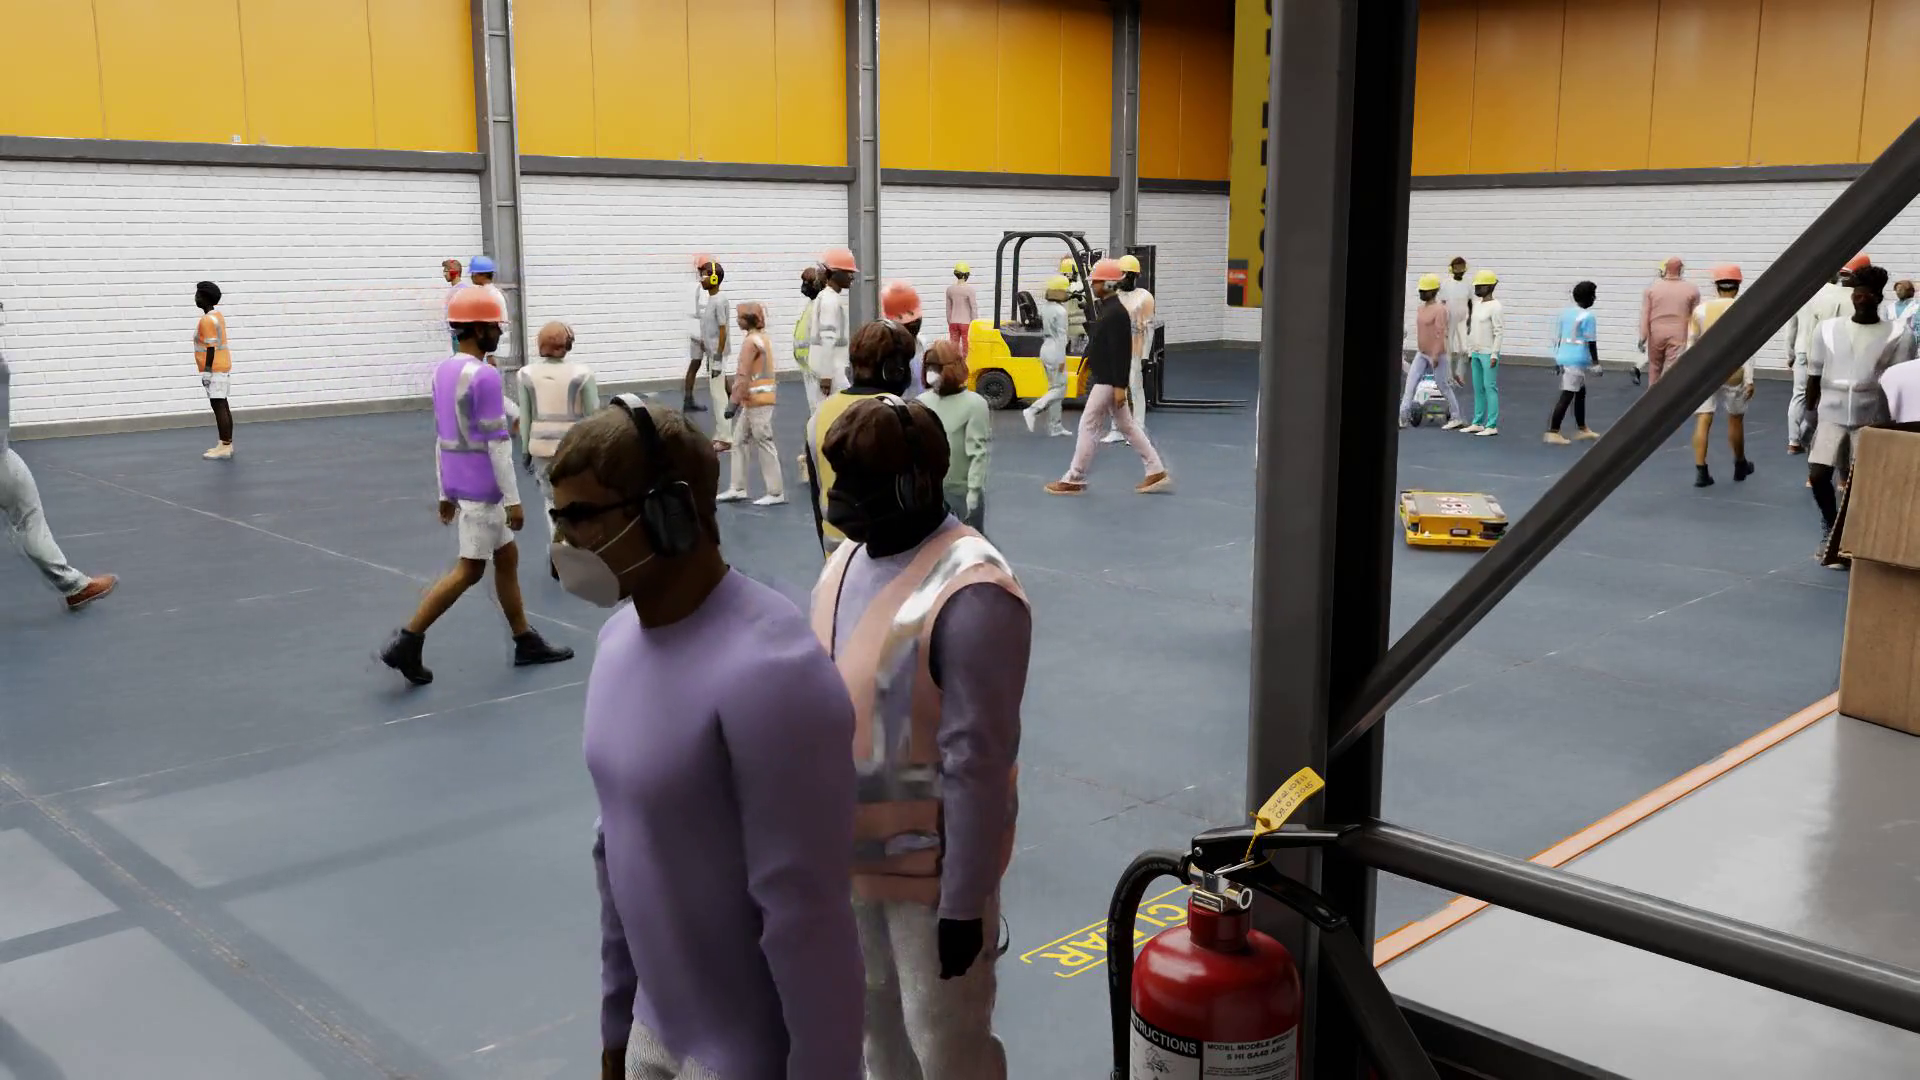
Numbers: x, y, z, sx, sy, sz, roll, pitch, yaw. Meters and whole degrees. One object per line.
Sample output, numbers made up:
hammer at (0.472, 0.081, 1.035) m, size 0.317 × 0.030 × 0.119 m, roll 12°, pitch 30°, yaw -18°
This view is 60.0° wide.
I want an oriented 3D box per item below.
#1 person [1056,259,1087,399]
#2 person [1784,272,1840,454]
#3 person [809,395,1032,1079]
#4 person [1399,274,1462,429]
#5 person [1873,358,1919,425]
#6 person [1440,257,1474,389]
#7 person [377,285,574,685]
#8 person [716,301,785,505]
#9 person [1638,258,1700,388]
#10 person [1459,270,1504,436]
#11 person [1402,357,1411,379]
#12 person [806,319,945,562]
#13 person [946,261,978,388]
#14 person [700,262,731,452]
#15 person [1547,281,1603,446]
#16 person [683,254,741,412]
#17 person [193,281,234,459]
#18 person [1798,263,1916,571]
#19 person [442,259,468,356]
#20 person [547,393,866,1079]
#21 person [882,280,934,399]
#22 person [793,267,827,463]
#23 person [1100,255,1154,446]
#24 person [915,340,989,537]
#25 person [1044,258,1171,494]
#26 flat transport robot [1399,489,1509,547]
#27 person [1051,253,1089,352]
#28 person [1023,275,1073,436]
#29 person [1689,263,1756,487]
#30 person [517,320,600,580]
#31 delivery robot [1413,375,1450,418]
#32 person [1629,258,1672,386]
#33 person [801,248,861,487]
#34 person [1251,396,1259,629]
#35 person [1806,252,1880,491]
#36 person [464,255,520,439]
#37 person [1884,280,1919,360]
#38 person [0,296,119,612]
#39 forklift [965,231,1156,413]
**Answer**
person at (1.452, -2.753, 21.748) m, size 0.417 × 1.819 × 0.643 m, roll 5°, pitch 12°, yaw 25°
person at (8.298, -1.774, 16.104) m, size 0.374 × 1.936 × 0.628 m, roll -8°, pitch 13°, yaw -37°
person at (-0.113, 0.627, 3.308) m, size 0.431 × 1.836 × 0.619 m, roll -7°, pitch 12°, yaw -32°
person at (5.147, -2.048, 18.226) m, size 0.919 × 1.706 × 0.542 m, roll -3°, pitch 11°, yaw -17°
person at (4.257, -0.125, 7.229) m, size 0.673 × 1.890 × 0.548 m, roll 7°, pitch 13°, yaw 34°
person at (6.888, -3.009, 23.116) m, size 0.517 × 1.832 × 0.524 m, roll 0°, pitch 10°, yaw 2°
person at (-2.369, -0.263, 7.975) m, size 0.945 × 1.909 × 0.552 m, roll -7°, pitch 13°, yaw -35°
person at (-1.703, -1.065, 13.108) m, size 0.679 × 1.612 × 0.517 m, roll 0°, pitch 10°, yaw -2°
person at (8.524, -2.446, 19.992) m, size 0.682 × 1.850 × 0.988 m, roll 4°, pitch 11°, yaw 22°
person at (5.577, -1.991, 17.754) m, size 0.326 × 1.767 × 0.533 m, roll -2°, pitch 11°, yaw -13°
person at (5.915, -2.956, 22.775) m, size 0.856 × 1.866 × 0.704 m, roll 0°, pitch 10°, yaw 0°
person at (-0.267, 0.135, 5.959) m, size 0.429 × 1.843 × 0.627 m, roll -10°, pitch 14°, yaw -42°
person at (0.035, -3.022, 23.365) m, size 0.525 × 1.772 × 0.309 m, roll 7°, pitch 13°, yaw 35°
person at (-2.429, -1.801, 16.433) m, size 0.328 × 1.872 × 0.510 m, roll -3°, pitch 11°, yaw -17°
person at (6.341, -1.787, 16.908) m, size 0.771 × 1.668 × 0.544 m, roll -1°, pitch 10°, yaw -5°
person at (-2.973, -2.503, 20.174) m, size 0.930 × 1.896 × 0.574 m, roll -5°, pitch 11°, yaw -25°
person at (-7.165, -1.629, 15.961) m, size 0.318 × 1.700 × 0.535 m, roll -3°, pitch 11°, yaw -15°
person at (5.677, -0.770, 10.574) m, size 0.643 × 1.952 × 0.418 m, roll 8°, pitch 13°, yaw 37°
person at (-5.991, -2.442, 20.001) m, size 0.373 × 1.840 × 0.569 m, roll -5°, pitch 11°, yaw -25°
person at (-0.368, 0.746, 2.414) m, size 0.439 × 1.914 × 0.655 m, roll -6°, pitch 12°, yaw -31°
person at (-0.265, -0.543, 9.569) m, size 0.393 × 1.880 × 0.638 m, roll 3°, pitch 11°, yaw 17°
person at (-1.326, -1.598, 15.401) m, size 0.429 × 1.842 × 0.636 m, roll -3°, pitch 11°, yaw -18°
person at (1.705, -1.930, 16.972) m, size 0.587 × 1.930 × 0.363 m, roll 10°, pitch 14°, yaw 42°
person at (-0.075, -0.235, 8.643) m, size 0.518 × 1.586 × 0.846 m, roll 7°, pitch 12°, yaw 33°
person at (1.254, -1.333, 13.665) m, size 1.031 × 1.950 × 0.630 m, roll 1°, pitch 10°, yaw 5°
flat transport robot at (3.505, -0.165, 11.873) m, size 0.652 × 0.197 × 1.431 m, roll 2°, pitch 11°, yaw 12°
person at (1.583, -3.072, 23.326) m, size 0.689 × 1.884 × 0.641 m, roll -9°, pitch 14°, yaw -40°
person at (0.932, -1.932, 17.575) m, size 0.580 × 1.722 × 0.486 m, roll -5°, pitch 11°, yaw -23°
person at (6.588, -1.422, 14.311) m, size 0.570 × 1.887 × 0.936 m, roll 9°, pitch 13°, yaw 39°
person at (-2.470, -0.537, 10.225) m, size 0.523 × 1.618 × 0.634 m, roll 1°, pitch 10°, yaw 6°
delivery robot at (5.301, -1.624, 18.796) m, size 0.477 × 0.478 × 0.707 m, roll 0°, pitch 10°, yaw -1°
person at (9.651, -2.964, 22.910) m, size 0.611 × 1.818 × 0.607 m, roll -2°, pitch 10°, yaw -8°
person at (-1.062, -1.438, 14.034) m, size 0.647 × 2.012 × 0.647 m, roll -2°, pitch 11°, yaw -10°
person at (1.745, -0.410, 8.807) m, size 0.337 × 1.883 × 0.584 m, roll -2°, pitch 11°, yaw -10°
person at (7.420, -1.411, 13.959) m, size 0.382 × 1.996 × 0.608 m, roll -6°, pitch 12°, yaw -28°
person at (-4.757, -1.944, 17.051) m, size 0.559 × 1.933 × 0.621 m, roll -1°, pitch 10°, yaw -7°
person at (11.538, -2.378, 20.316) m, size 0.849 × 1.600 × 0.516 m, roll -6°, pitch 12°, yaw -31°
person at (-5.272, -0.480, 9.175) m, size 0.636 × 1.893 × 0.990 m, roll 8°, pitch 13°, yaw 37°
forklift at (1.222, -2.721, 20.561) m, size 2.313 × 2.155 × 1.214 m, roll 2°, pitch 11°, yaw 13°
